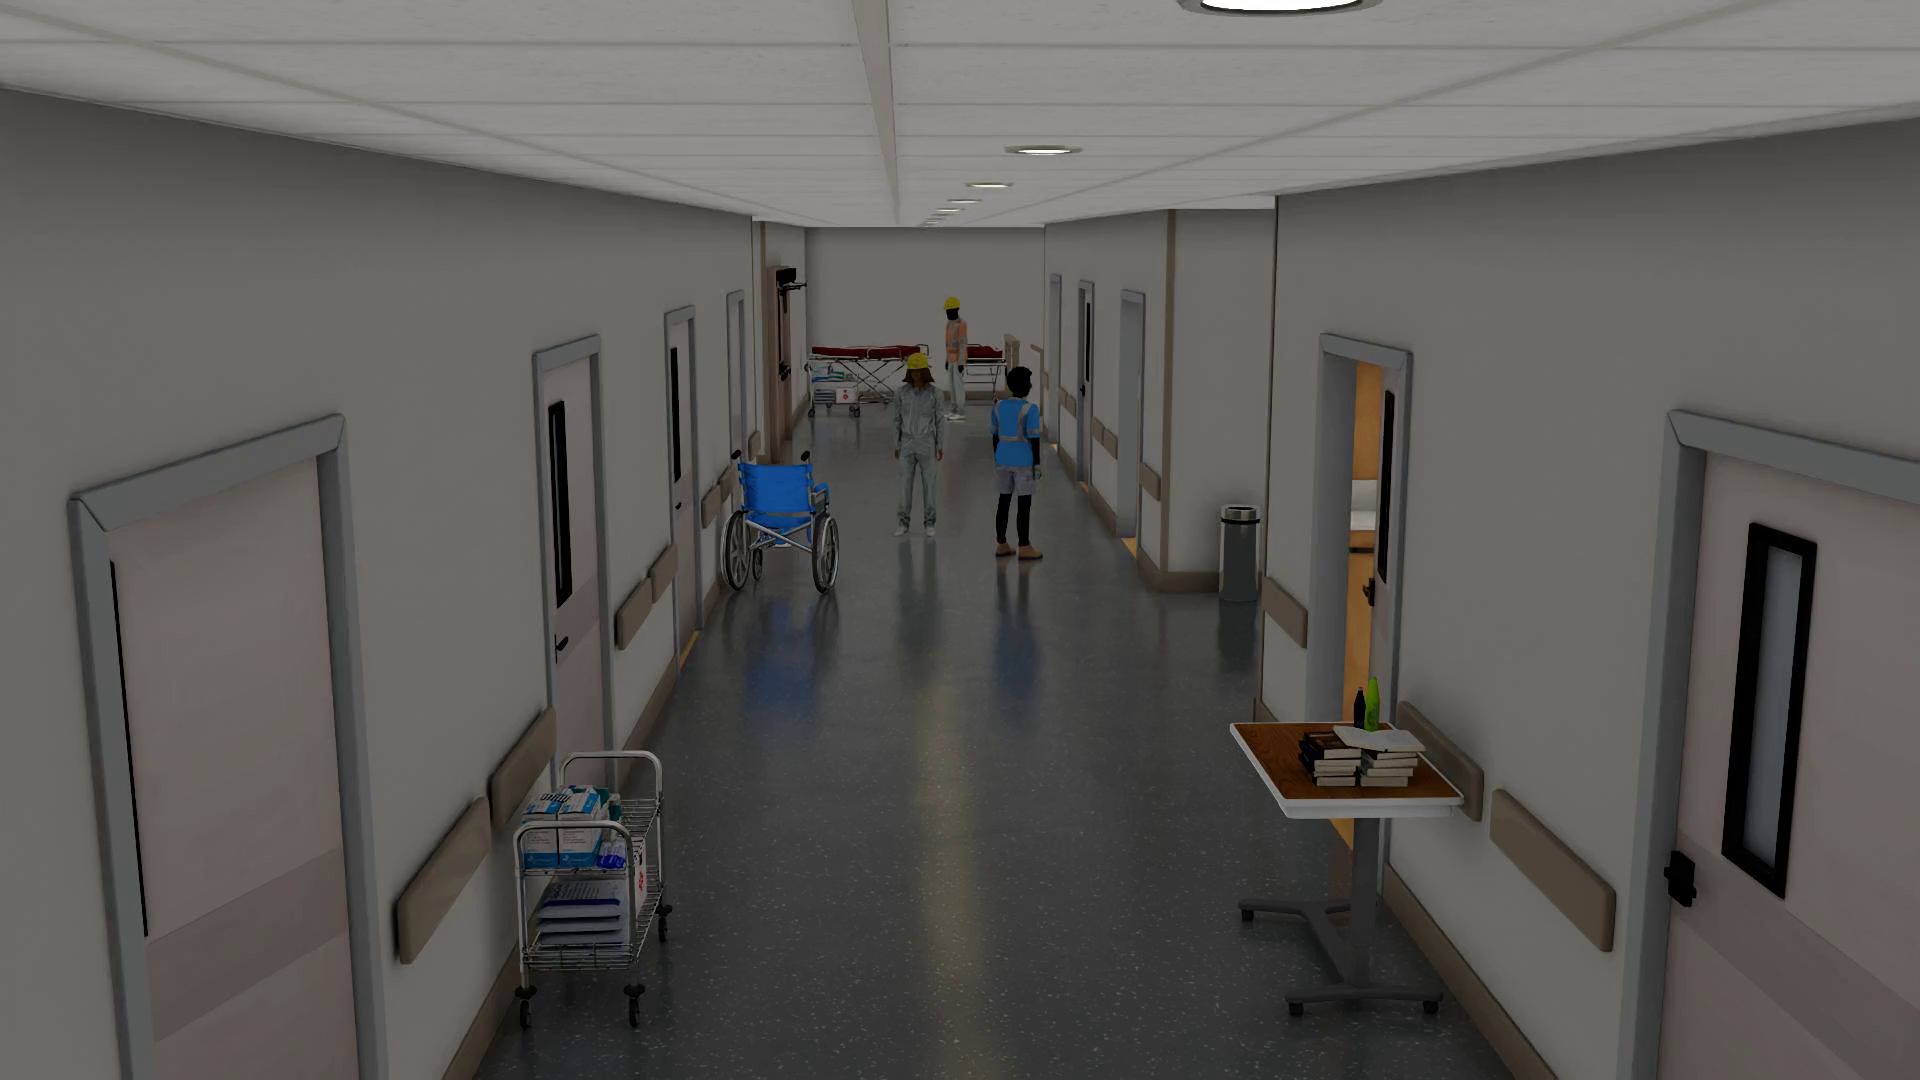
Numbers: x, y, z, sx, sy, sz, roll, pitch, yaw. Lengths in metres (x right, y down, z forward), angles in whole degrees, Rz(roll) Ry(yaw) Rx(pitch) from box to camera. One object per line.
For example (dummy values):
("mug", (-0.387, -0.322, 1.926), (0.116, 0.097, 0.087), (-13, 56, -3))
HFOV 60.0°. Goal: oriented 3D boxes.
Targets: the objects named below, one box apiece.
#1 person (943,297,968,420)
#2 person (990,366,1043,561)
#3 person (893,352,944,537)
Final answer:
("person", (-0.088, -2.831, 25.973), (0.413, 1.917, 0.592), (-4, 11, -22))
("person", (0.500, -0.673, 14.559), (0.539, 1.698, 0.318), (9, 14, 42))
("person", (-0.393, -0.889, 15.639), (0.485, 1.744, 0.308), (1, 10, 8))
